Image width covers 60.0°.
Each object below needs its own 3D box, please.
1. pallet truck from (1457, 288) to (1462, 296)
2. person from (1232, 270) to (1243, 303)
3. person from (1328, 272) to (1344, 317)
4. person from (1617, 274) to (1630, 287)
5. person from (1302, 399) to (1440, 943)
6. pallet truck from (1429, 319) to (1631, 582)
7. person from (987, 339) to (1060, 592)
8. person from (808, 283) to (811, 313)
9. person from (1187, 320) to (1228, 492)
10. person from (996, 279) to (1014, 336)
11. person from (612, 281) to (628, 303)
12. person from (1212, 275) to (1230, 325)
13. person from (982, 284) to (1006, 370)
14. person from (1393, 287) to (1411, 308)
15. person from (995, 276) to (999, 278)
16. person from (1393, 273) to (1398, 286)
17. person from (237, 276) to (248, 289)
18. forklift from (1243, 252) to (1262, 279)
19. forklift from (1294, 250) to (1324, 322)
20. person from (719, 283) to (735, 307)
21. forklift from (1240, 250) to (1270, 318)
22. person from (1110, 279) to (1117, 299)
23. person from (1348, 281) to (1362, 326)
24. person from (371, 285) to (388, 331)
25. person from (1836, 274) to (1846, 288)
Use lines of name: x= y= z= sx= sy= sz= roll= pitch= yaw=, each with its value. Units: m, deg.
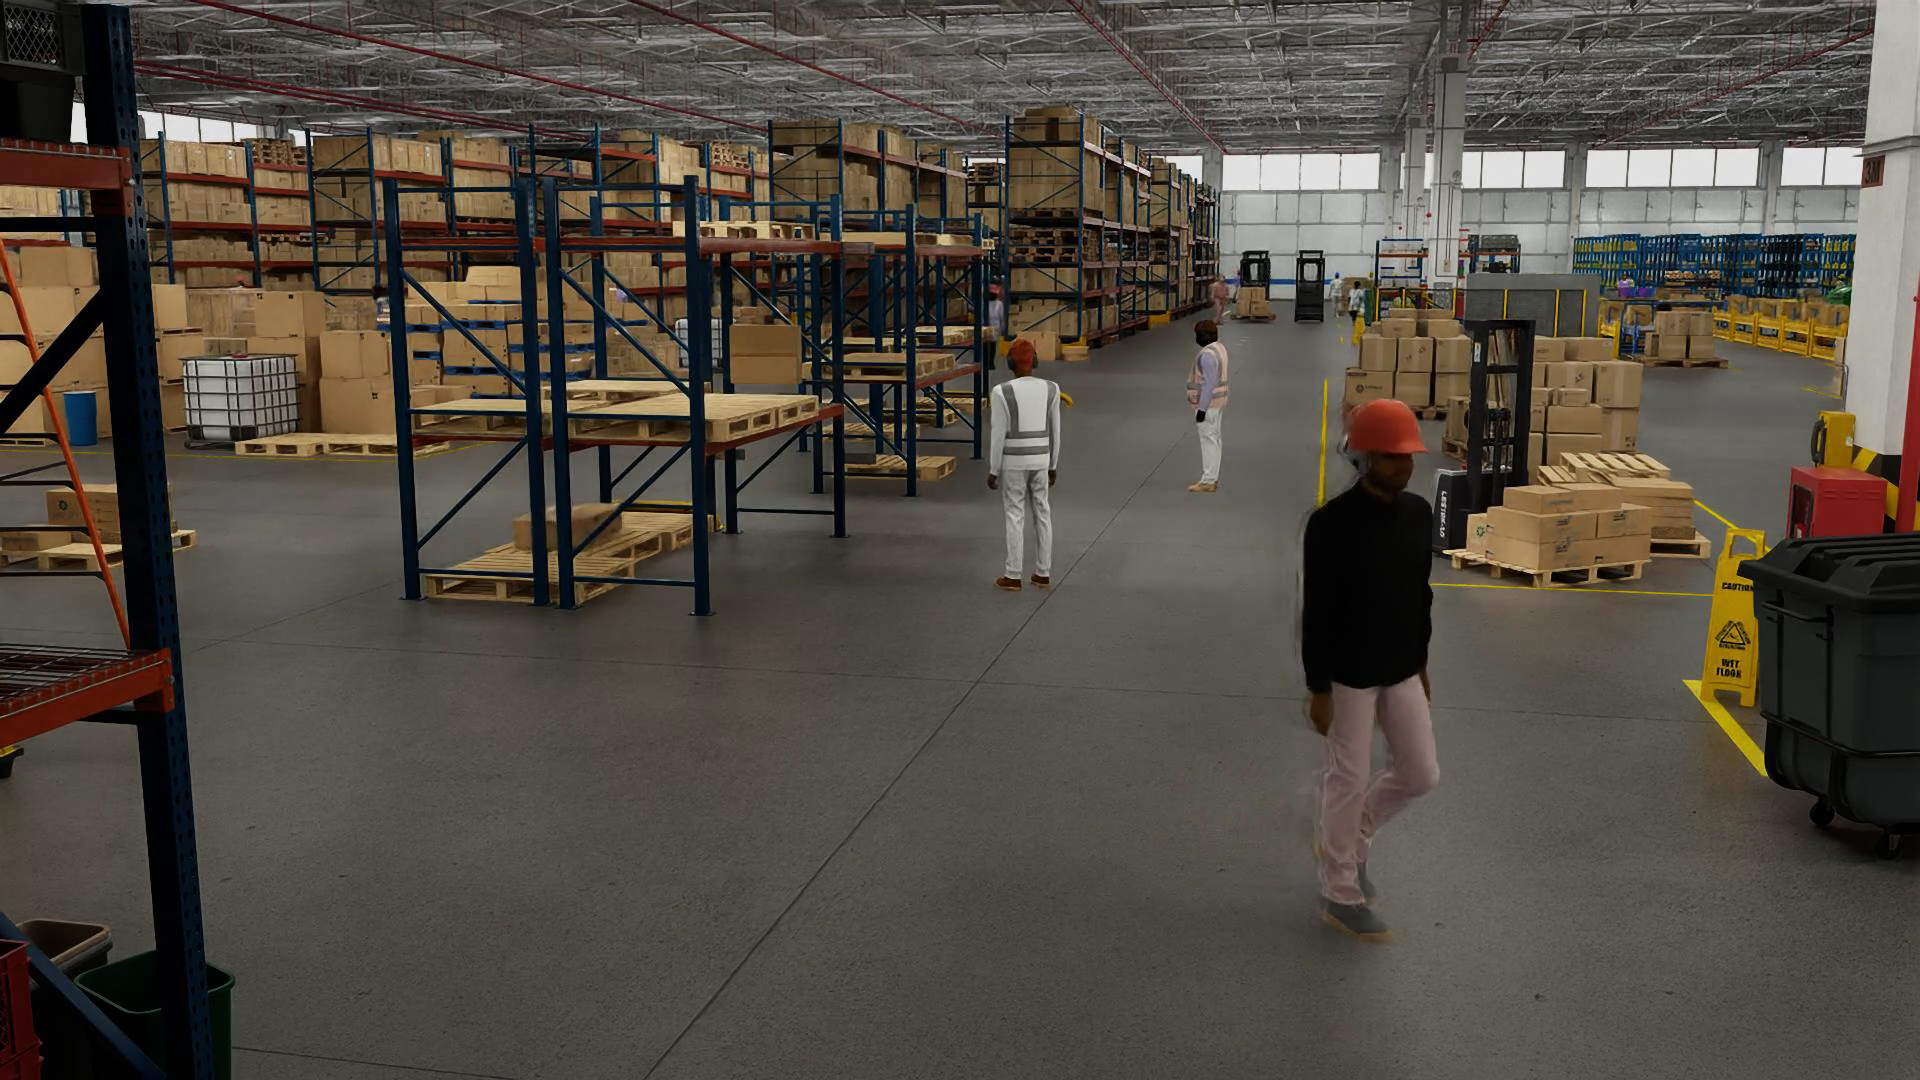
pallet truck: x=20.506 y=-9.785 z=68.819 sx=0.653 sy=1.274 sz=1.630 roll=2 pitch=10 yaw=12
person: x=15.836 y=-14.316 z=93.915 sx=1.008 sy=1.879 sz=0.563 roll=3 pitch=10 yaw=19
person: x=16.156 y=-10.543 z=71.484 sx=0.622 sy=1.913 sz=0.799 roll=0 pitch=10 yaw=-1
person: x=28.829 y=-10.647 z=72.317 sx=0.575 sy=1.841 sz=0.375 roll=-2 pitch=10 yaw=-10
person: x=1.491 y=0.475 z=6.036 sx=0.649 sy=1.980 sz=0.436 roll=-6 pitch=11 yaw=-31
pallet truck: x=4.543 y=-0.757 z=13.299 sx=0.823 sy=1.965 sz=1.885 roll=-4 pitch=10 yaw=-22
person: x=0.478 y=-0.553 z=12.420 sx=0.572 sy=1.887 sz=0.356 roll=-4 pitch=11 yaw=-25
person: x=-6.626 y=-10.964 z=74.584 sx=0.544 sy=1.715 sz=0.919 roll=2 pitch=10 yaw=10
person: x=2.630 y=-1.426 z=17.742 sx=0.430 sy=1.838 sz=0.619 roll=3 pitch=10 yaw=19
person: x=1.377 y=-7.185 z=51.733 sx=0.661 sy=1.873 sz=0.442 roll=7 pitch=12 yaw=36
person: x=-9.182 y=-5.999 z=44.520 sx=0.630 sy=1.938 sz=0.372 roll=-2 pitch=10 yaw=-13
person: x=9.852 y=-8.982 z=62.371 sx=0.679 sy=1.864 sz=0.932 roll=-4 pitch=10 yaw=-21
person: x=0.736 y=-4.732 z=37.096 sx=0.591 sy=1.906 sz=0.756 roll=-3 pitch=10 yaw=-17
person: x=12.503 y=-6.318 z=47.123 sx=0.530 sy=1.695 sz=0.321 roll=6 pitch=12 yaw=34
person: x=2.008 y=-13.444 z=89.004 sx=0.609 sy=1.795 sz=0.845 roll=2 pitch=10 yaw=10
person: x=23.072 y=-13.281 z=88.246 sx=0.485 sy=1.734 sz=0.346 roll=-7 pitch=12 yaw=-35
person: x=-21.194 y=-6.821 z=49.287 sx=0.645 sy=1.962 sz=0.751 roll=2 pitch=10 yaw=14
forklift: x=14.159 y=-12.577 z=80.680 sx=1.129 sy=2.768 sz=1.873 roll=2 pitch=10 yaw=12
forklift: x=13.778 y=-10.002 z=65.433 sx=1.129 sy=2.768 sz=1.873 roll=2 pitch=10 yaw=12
person: x=-5.762 y=-5.560 z=41.953 sx=0.971 sy=1.916 sz=0.633 roll=2 pitch=10 yaw=13
forklift: x=12.004 y=-10.331 z=67.380 sx=1.129 sy=2.768 sz=1.873 roll=2 pitch=10 yaw=12
person: x=8.660 y=-14.036 z=92.840 sx=0.942 sy=1.707 sz=0.553 roll=2 pitch=10 yaw=12
person: x=14.808 y=-8.864 z=62.279 sx=0.547 sy=1.670 sz=0.448 roll=7 pitch=12 yaw=37
person: x=-13.502 y=-4.977 z=38.686 sx=0.940 sy=1.864 sz=0.592 roll=-2 pitch=10 yaw=-14
person: x=39.369 y=-10.984 z=74.349 sx=0.404 sy=1.829 sz=0.600 roll=8 pitch=13 yaw=40
